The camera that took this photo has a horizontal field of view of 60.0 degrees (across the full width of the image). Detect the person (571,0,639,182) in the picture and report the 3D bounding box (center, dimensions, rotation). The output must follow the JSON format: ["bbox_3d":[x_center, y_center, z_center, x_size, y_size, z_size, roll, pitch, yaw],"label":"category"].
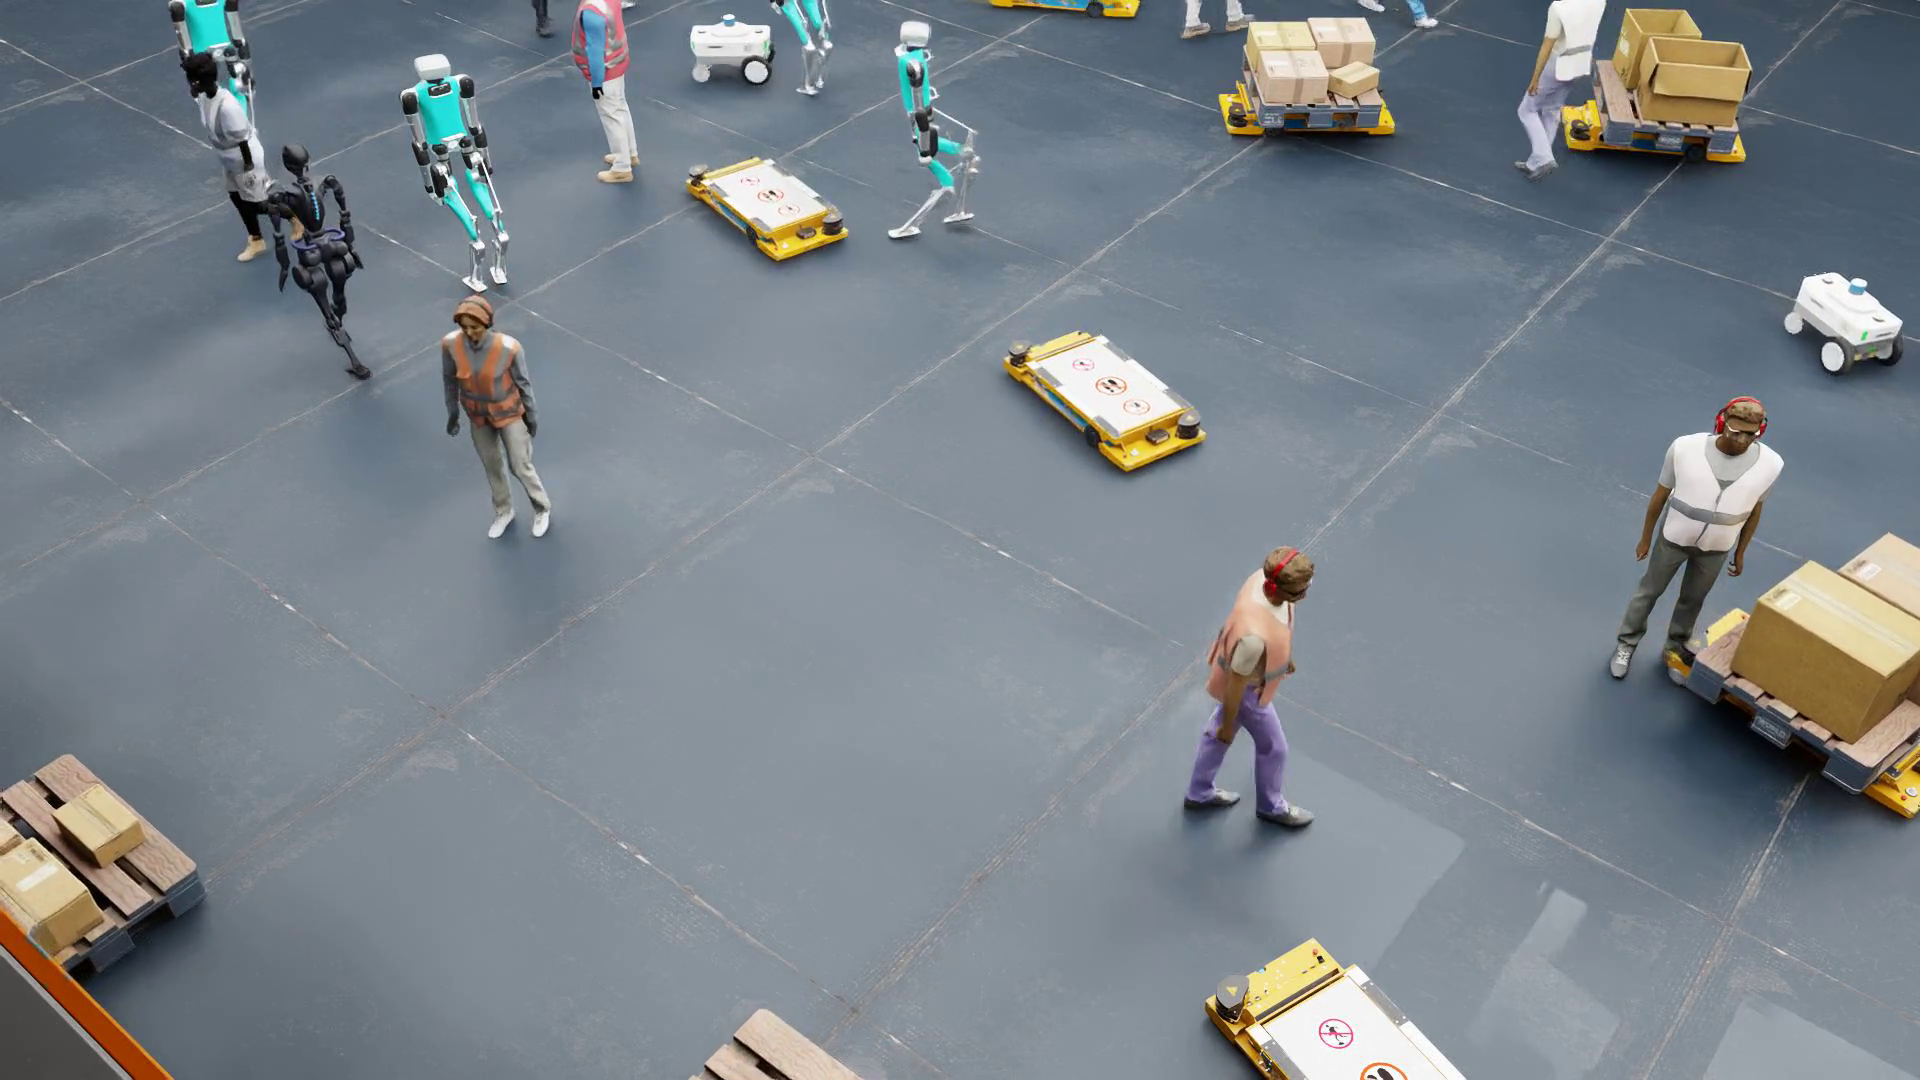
[{"bbox_3d":[-2.861,-3.770,13.311,0.431,1.836,0.629,1,40,1],"label":"person"}]

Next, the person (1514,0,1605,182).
[{"bbox_3d":[4.774,-3.730,13.268,0.619,1.813,0.470,-20,44,-22],"label":"person"}]

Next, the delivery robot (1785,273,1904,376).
[{"bbox_3d":[6.224,-1.532,11.670,0.499,0.608,0.799,-11,42,-13],"label":"delivery robot"}]

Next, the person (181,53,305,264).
[{"bbox_3d":[-5.294,-2.850,12.341,0.549,1.674,0.512,30,49,31],"label":"person"}]

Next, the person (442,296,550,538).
[{"bbox_3d":[-2.767,-0.724,9.875,0.534,1.637,0.359,9,41,10],"label":"person"}]

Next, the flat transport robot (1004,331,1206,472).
[{"bbox_3d":[0.959,-0.990,11.243,0.659,0.231,1.431,-22,45,-24],"label":"flat transport robot"}]

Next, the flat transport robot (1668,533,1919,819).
[{"bbox_3d":[4.678,0.882,9.040,0.659,0.231,1.431,-27,47,-28],"label":"flat transport robot"}]

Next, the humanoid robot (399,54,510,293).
[{"bbox_3d":[-3.517,-2.560,11.884,0.531,1.696,0.732,-26,47,-27],"label":"humanoid robot"}]

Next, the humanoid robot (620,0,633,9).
[{"bbox_3d":[-3.280,-5.915,15.905,0.687,1.804,0.541,-13,42,-15],"label":"humanoid robot"}]

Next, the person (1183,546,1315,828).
[{"bbox_3d":[1.504,0.717,8.043,0.773,1.803,0.569,4,41,4],"label":"person"}]

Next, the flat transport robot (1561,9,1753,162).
[{"bbox_3d":[5.918,-3.503,14.199,1.431,0.231,0.659,7,41,8],"label":"flat transport robot"}]

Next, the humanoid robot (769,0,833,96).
[{"bbox_3d":[-1.374,-4.723,14.496,0.564,1.760,0.773,-19,44,-21],"label":"humanoid robot"}]

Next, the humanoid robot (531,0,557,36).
[{"bbox_3d":[-3.978,-5.600,15.594,0.589,1.655,0.543,-32,50,-32],"label":"humanoid robot"}]

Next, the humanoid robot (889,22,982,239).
[{"bbox_3d":[-0.088,-3.055,12.556,0.920,1.770,0.577,-6,41,-7],"label":"humanoid robot"}]

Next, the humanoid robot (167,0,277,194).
[{"bbox_3d":[-5.677,-3.515,13.130,0.585,1.775,1.047,-31,49,-31],"label":"humanoid robot"}]

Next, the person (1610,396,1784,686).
[{"bbox_3d":[3.915,-0.003,8.861,0.564,1.849,0.390,8,41,9],"label":"person"}]

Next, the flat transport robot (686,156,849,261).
[{"bbox_3d":[-1.548,-2.674,13.223,0.659,0.231,1.431,-25,46,-27],"label":"flat transport robot"}]

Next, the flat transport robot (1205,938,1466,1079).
[{"bbox_3d":[1.778,2.383,7.275,0.659,0.231,1.431,-22,45,-24],"label":"flat transport robot"}]

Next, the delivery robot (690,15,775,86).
[{"bbox_3d":[-2.045,-4.466,15.116,0.775,0.601,0.499,0,40,0],"label":"delivery robot"}]

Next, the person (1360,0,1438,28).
[{"bbox_3d":[4.261,-5.739,15.741,0.912,1.664,0.475,32,50,32],"label":"person"}]

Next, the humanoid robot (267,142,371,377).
[{"bbox_3d":[-4.367,-1.927,11.299,0.782,1.628,0.586,33,50,32],"label":"humanoid robot"}]

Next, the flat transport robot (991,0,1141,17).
[{"bbox_3d":[1.078,-5.445,16.483,1.431,0.231,0.659,9,41,10],"label":"flat transport robot"}]

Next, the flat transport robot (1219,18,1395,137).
[{"bbox_3d":[3.017,-3.764,14.505,1.431,0.231,0.659,0,40,0],"label":"flat transport robot"}]

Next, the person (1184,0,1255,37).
[{"bbox_3d":[2.493,-5.631,15.471,0.823,1.855,0.601,-22,45,-23],"label":"person"}]
